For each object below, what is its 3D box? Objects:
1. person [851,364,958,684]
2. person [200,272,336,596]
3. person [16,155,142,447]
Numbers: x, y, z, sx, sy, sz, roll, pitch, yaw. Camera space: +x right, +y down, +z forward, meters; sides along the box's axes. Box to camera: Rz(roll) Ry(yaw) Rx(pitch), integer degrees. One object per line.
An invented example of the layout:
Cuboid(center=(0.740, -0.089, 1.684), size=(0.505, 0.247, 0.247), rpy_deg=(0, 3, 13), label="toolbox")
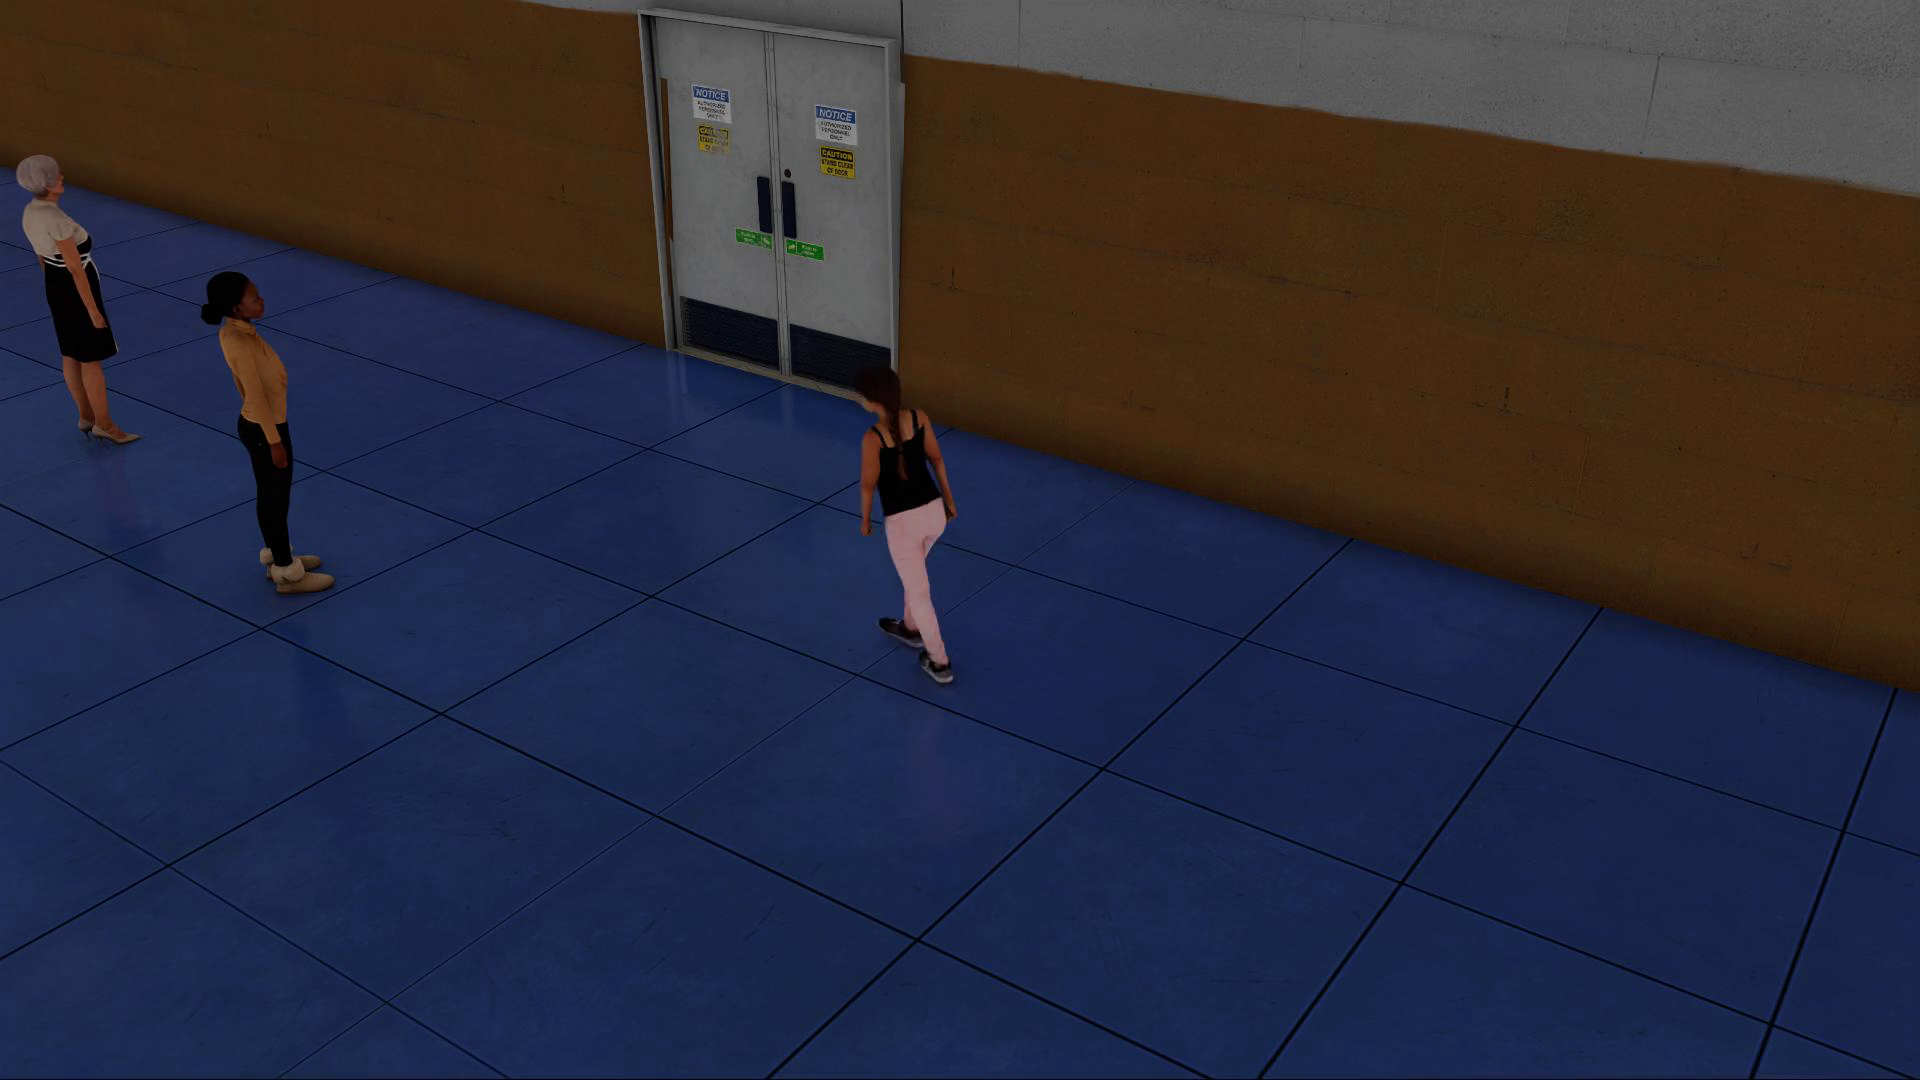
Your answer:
Cuboid(center=(-0.171, -0.058, 7.448), size=(0.806, 1.514, 0.752), rpy_deg=(-15, 30, -26), label="person")
Cuboid(center=(-3.445, -0.530, 8.218), size=(0.693, 1.660, 0.675), rpy_deg=(-15, 30, -27), label="person")
Cuboid(center=(-5.248, -1.398, 9.823), size=(0.639, 1.756, 0.545), rpy_deg=(21, 34, 35), label="person")
